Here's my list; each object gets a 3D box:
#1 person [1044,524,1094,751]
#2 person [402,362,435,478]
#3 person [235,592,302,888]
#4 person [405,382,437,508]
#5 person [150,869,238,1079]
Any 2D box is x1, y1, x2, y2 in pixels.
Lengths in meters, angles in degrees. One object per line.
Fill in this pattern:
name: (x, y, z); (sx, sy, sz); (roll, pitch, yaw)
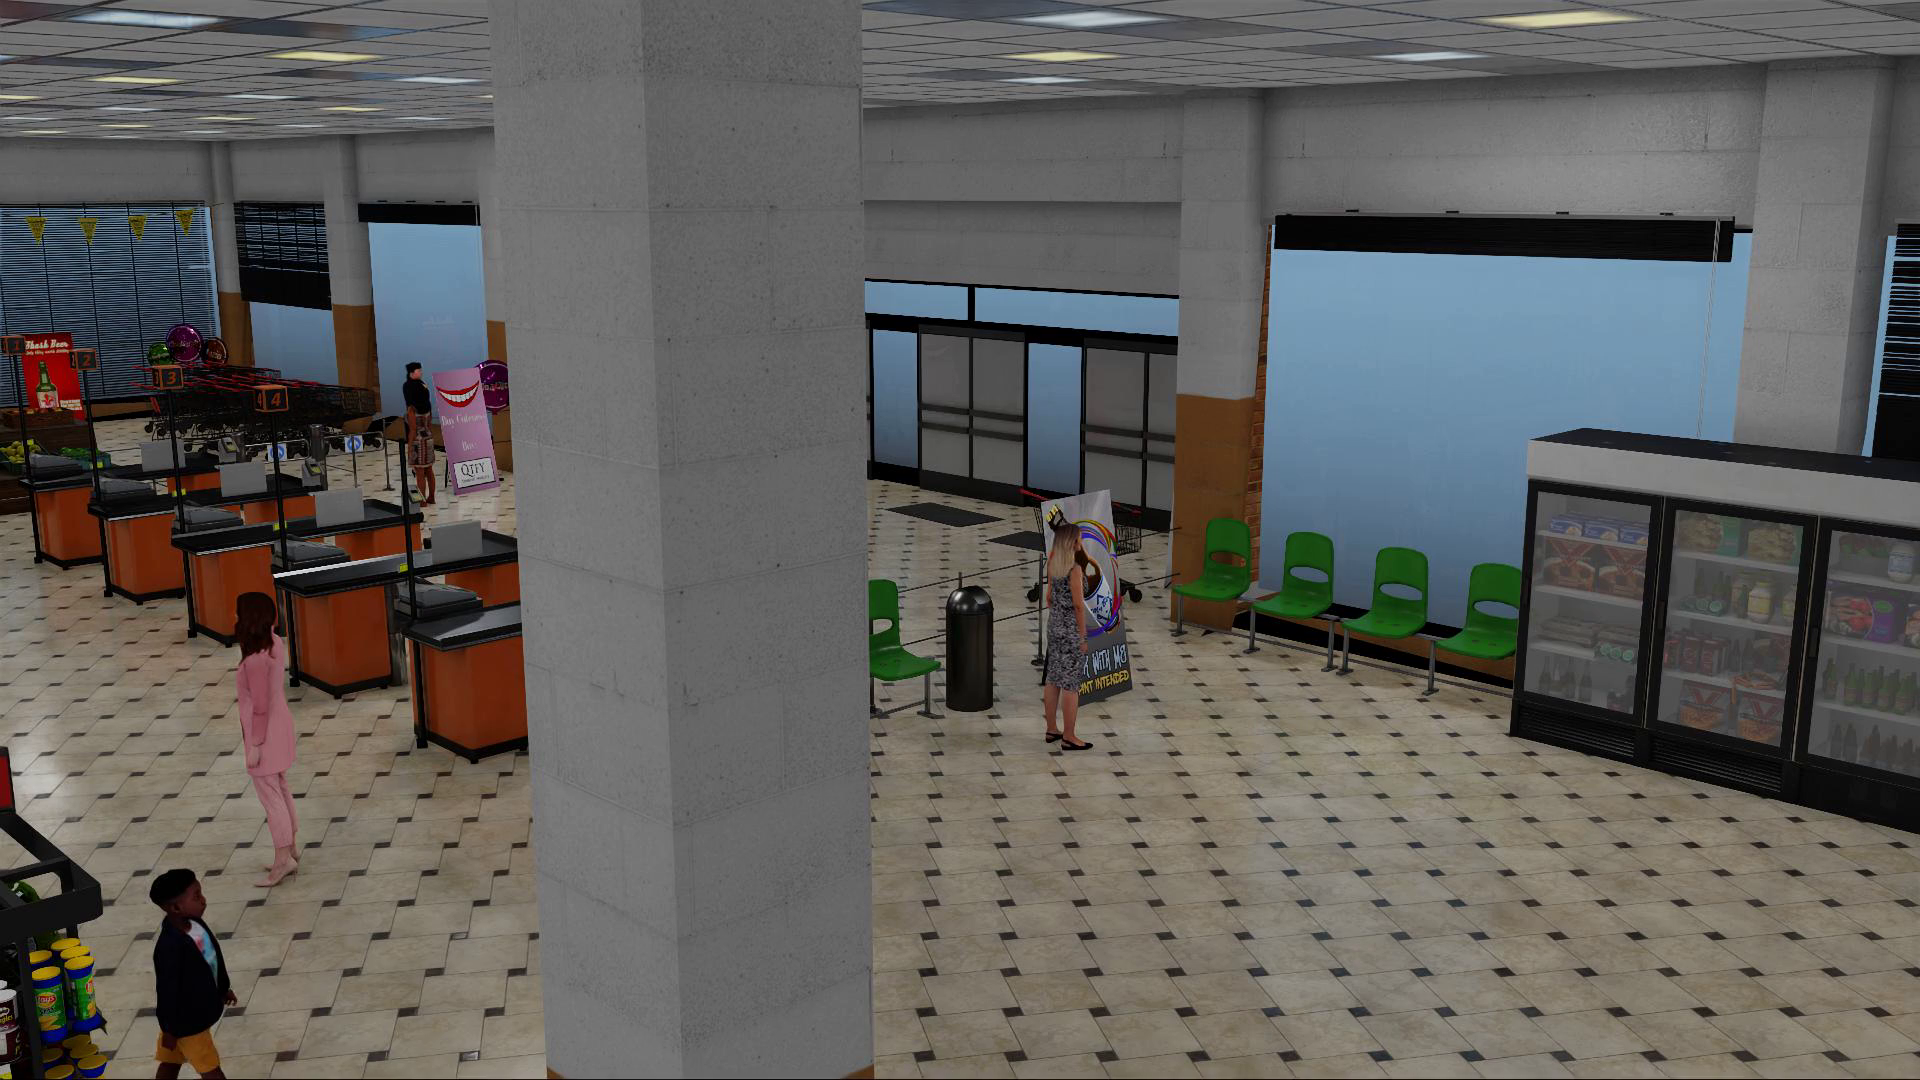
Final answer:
person: (0.783, 0.713, 12.433); (0.573, 1.704, 0.621); (-7, 14, -29)
person: (-7.904, -1.752, 24.217); (0.861, 1.671, 0.776); (2, 12, 7)
person: (-4.141, 1.180, 9.971); (0.715, 1.803, 0.685); (-2, 12, -7)
person: (-7.129, -1.271, 21.998); (0.784, 1.645, 0.643); (4, 12, 17)
person: (-3.444, 2.038, 7.241); (0.884, 1.249, 0.748); (-4, 12, -17)
